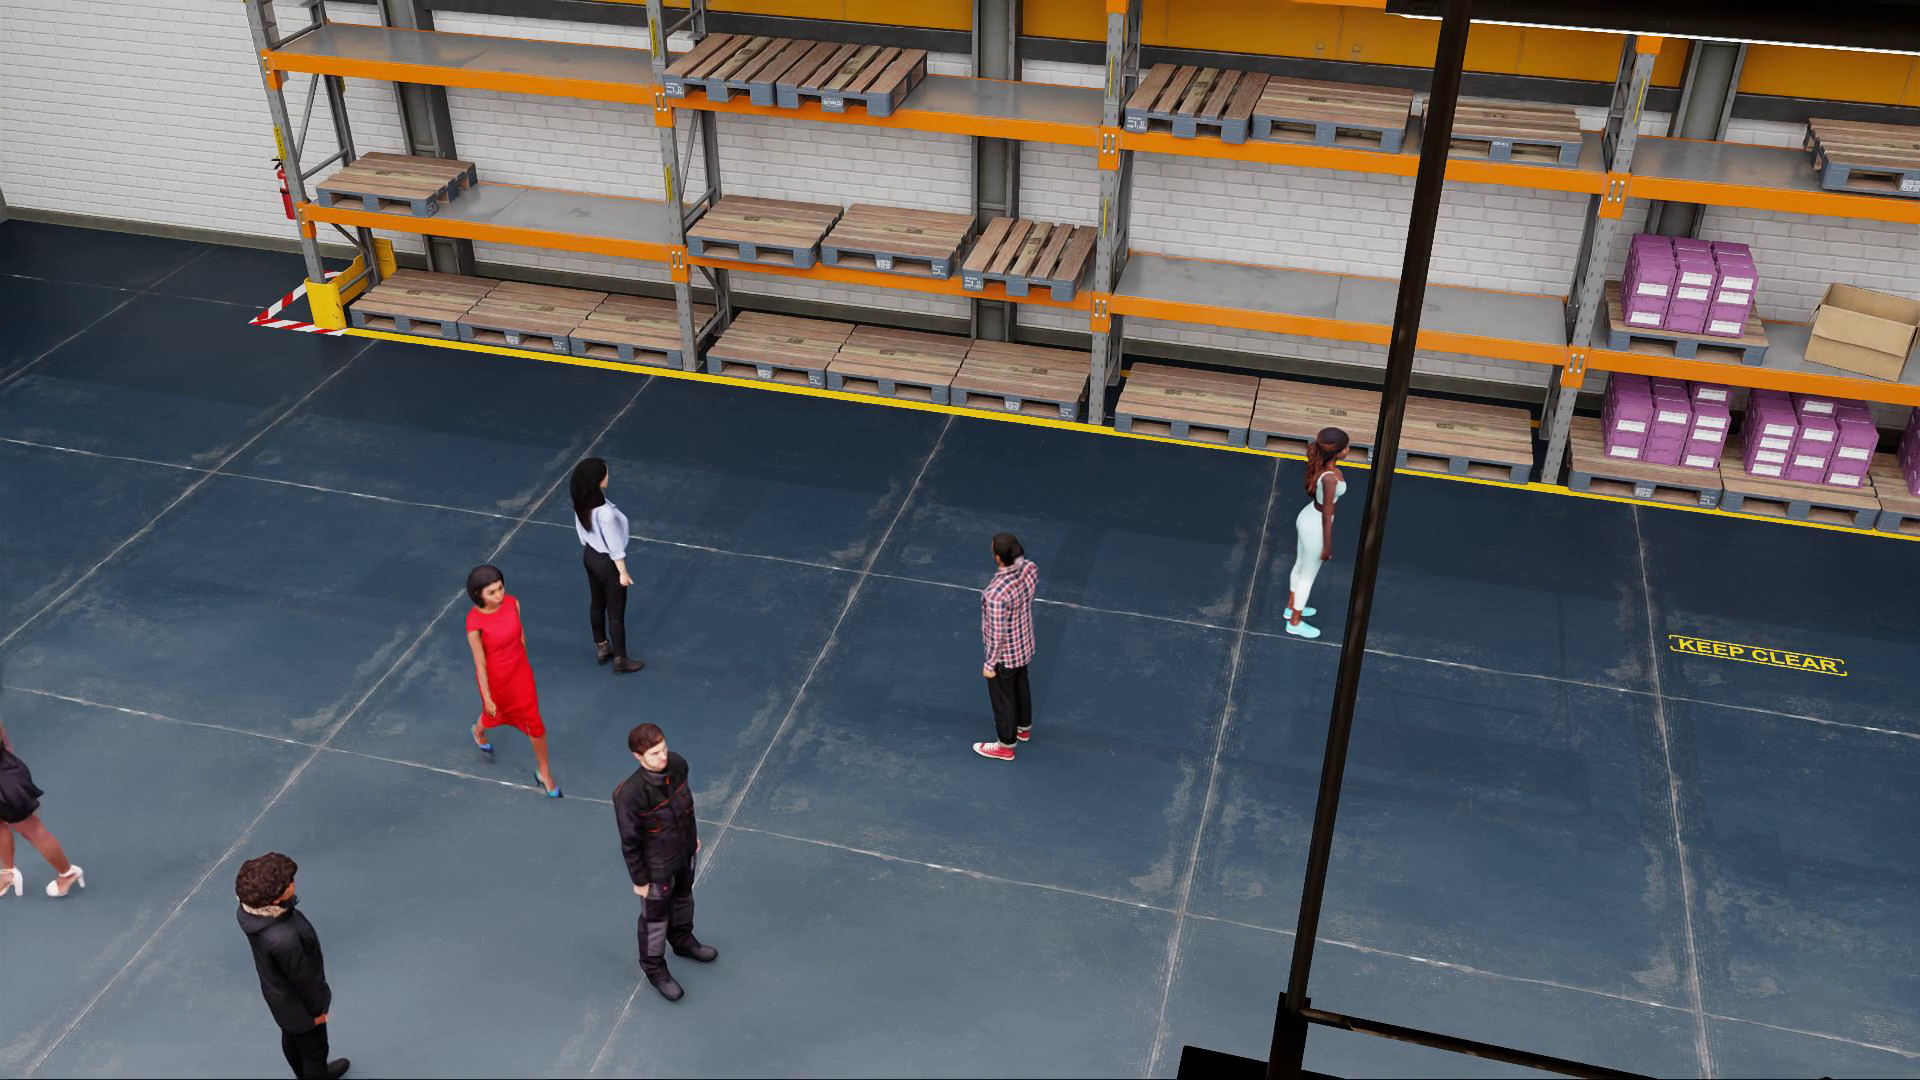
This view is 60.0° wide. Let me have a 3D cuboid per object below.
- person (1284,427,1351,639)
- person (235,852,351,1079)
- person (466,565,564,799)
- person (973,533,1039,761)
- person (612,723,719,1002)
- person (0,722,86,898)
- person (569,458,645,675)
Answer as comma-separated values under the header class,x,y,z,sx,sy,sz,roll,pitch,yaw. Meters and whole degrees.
class,x,y,z,sx,sy,sz,roll,pitch,yaw
person,2.611,-0.073,12.225,0.617,1.724,0.616,-2,34,-3
person,-3.440,2.314,8.590,0.677,1.772,0.781,28,42,35
person,-3.010,0.890,10.793,1.173,1.706,0.884,24,40,31
person,0.325,0.695,11.037,0.692,1.760,0.752,18,38,25
person,-1.676,1.768,9.353,0.664,1.838,0.770,17,37,24
person,-5.563,1.467,9.868,0.920,1.769,0.822,-11,35,-16
person,-2.533,0.182,11.820,0.796,1.747,0.683,-28,43,-35
